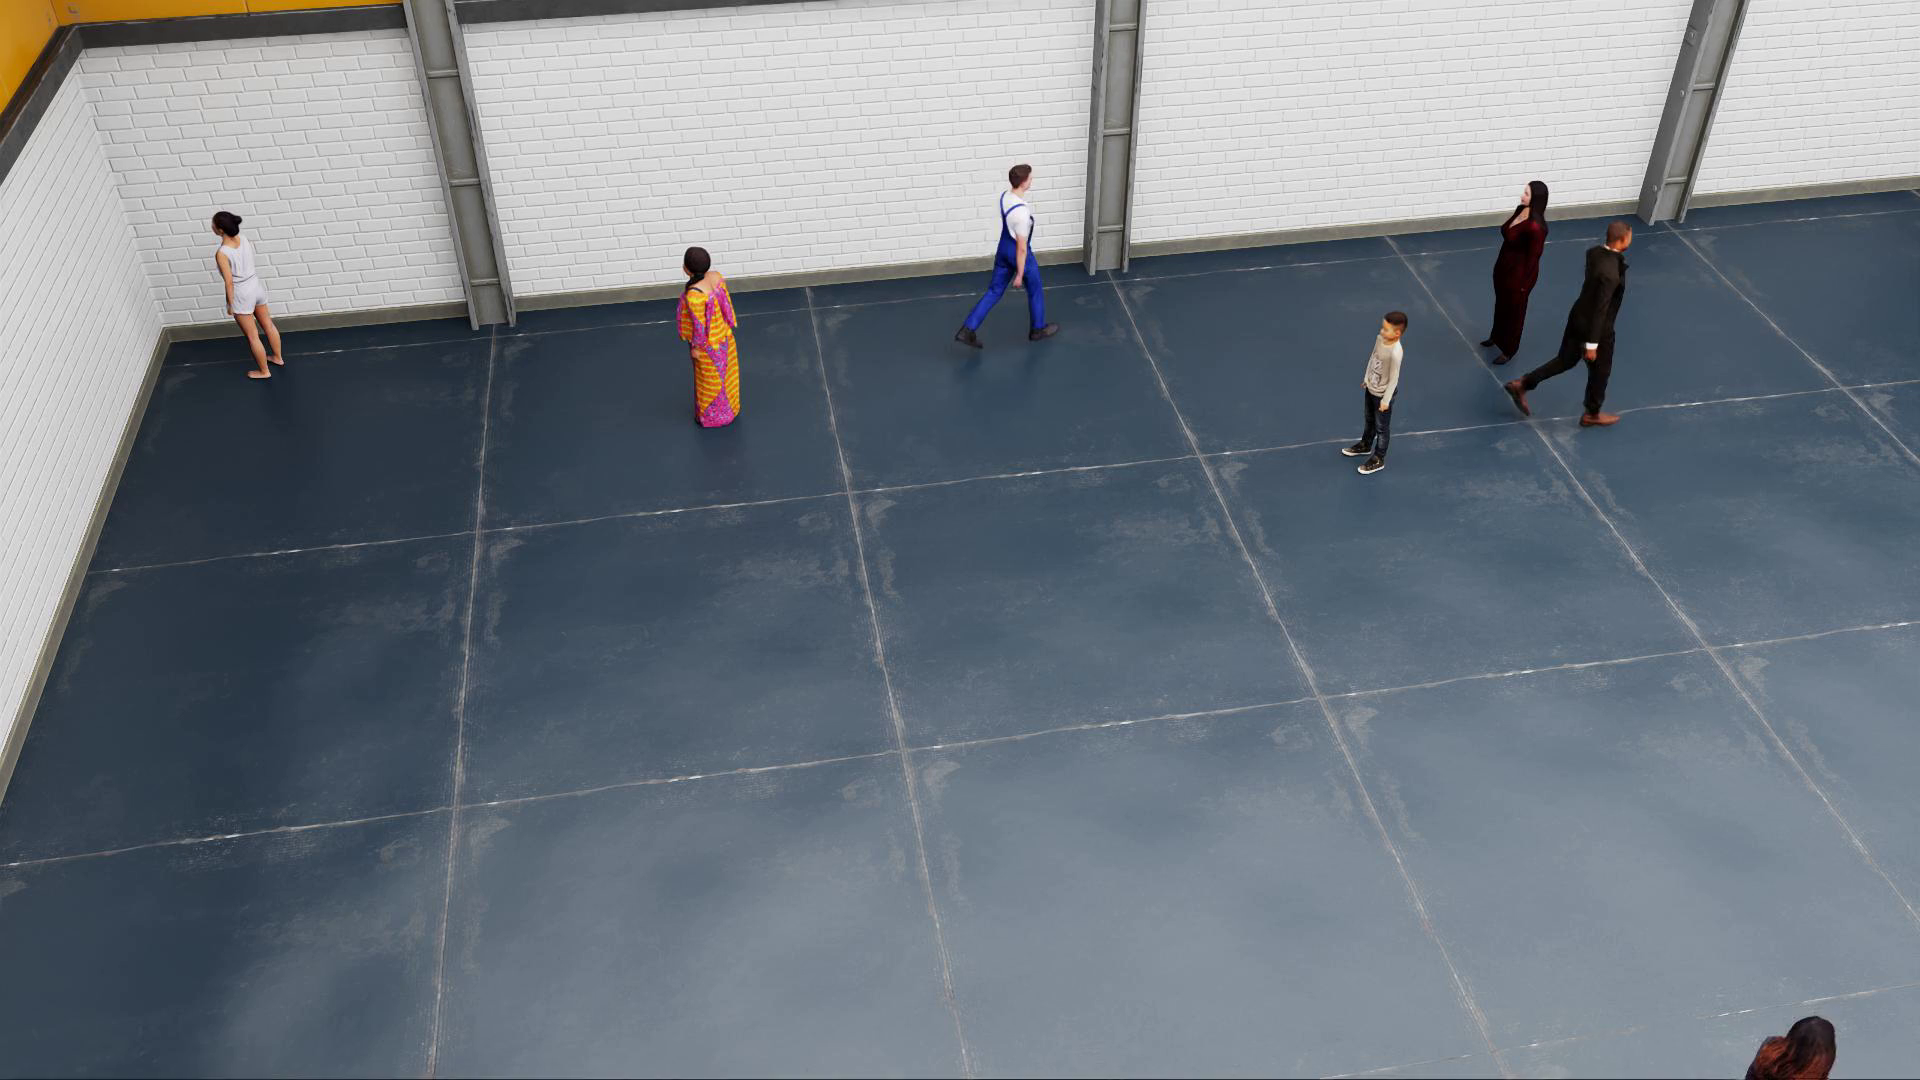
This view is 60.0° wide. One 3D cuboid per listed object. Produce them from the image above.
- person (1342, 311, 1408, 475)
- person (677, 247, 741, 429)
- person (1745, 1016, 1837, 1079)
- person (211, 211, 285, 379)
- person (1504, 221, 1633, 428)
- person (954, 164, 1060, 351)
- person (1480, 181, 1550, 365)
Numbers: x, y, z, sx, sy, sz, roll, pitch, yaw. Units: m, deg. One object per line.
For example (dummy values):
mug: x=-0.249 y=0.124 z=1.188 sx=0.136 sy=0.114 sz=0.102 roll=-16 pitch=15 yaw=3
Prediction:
person: x=3.459 y=-1.237 z=13.627 sx=0.526 sy=1.466 sz=0.561 roll=-9 pitch=40 yaw=-12
person: x=-2.162 y=-1.754 z=14.098 sx=0.799 sy=1.685 sz=0.760 roll=11 pitch=40 yaw=13
person: x=3.942 y=2.970 z=8.243 sx=0.822 sy=1.610 sz=0.677 roll=-2 pitch=39 yaw=-3
person: x=-6.312 y=-2.178 z=14.698 sx=0.691 sy=1.600 sz=0.658 roll=10 pitch=40 yaw=12
person: x=5.207 y=-1.801 z=14.011 sx=1.279 sy=1.867 sz=0.873 roll=3 pitch=39 yaw=3
person: x=0.397 y=-2.498 z=14.930 sx=1.370 sy=1.810 sz=0.968 roll=-21 pitch=43 yaw=-24
person: x=4.986 y=-2.405 z=14.856 sx=0.623 sy=1.757 sz=0.680 roll=-2 pitch=39 yaw=-3
